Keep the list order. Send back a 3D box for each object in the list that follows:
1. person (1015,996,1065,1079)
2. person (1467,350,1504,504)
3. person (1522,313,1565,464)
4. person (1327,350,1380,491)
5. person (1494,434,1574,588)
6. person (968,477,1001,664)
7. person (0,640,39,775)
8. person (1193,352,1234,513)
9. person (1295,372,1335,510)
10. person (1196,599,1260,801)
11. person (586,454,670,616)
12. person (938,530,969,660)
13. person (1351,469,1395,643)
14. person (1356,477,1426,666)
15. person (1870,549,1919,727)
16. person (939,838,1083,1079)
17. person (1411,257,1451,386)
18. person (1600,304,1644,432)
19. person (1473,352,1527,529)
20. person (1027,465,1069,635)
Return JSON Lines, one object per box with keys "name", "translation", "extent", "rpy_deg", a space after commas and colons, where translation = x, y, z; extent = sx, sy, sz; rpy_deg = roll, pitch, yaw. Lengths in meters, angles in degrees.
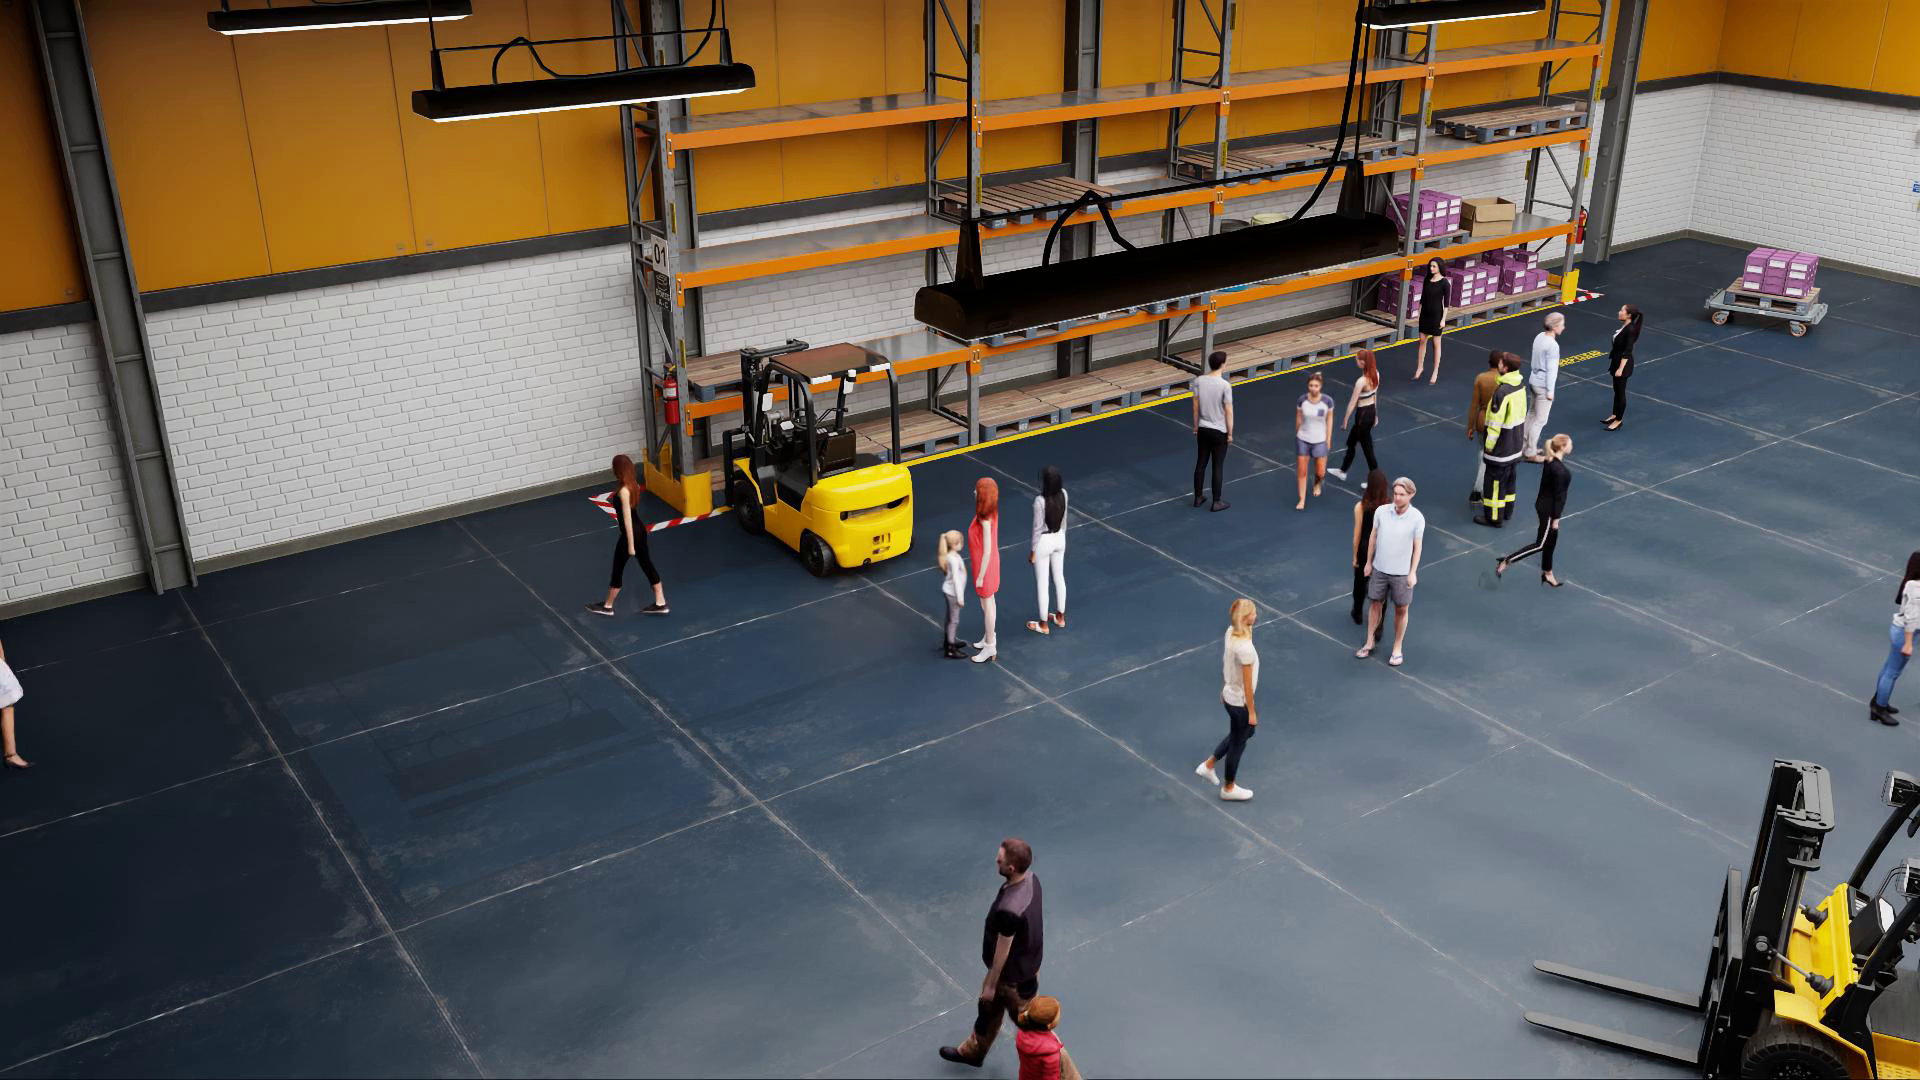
{"name": "person", "translation": [0.389, 3.182, 9.556], "extent": [0.858, 1.295, 0.487], "rpy_deg": [-15, 28, -31]}
{"name": "person", "translation": [6.097, -1.269, 19.140], "extent": [0.917, 1.774, 1.261], "rpy_deg": [15, 28, 31]}
{"name": "person", "translation": [7.127, -1.880, 20.397], "extent": [0.776, 1.888, 0.751], "rpy_deg": [0, 24, 0]}
{"name": "person", "translation": [4.807, -1.358, 19.412], "extent": [0.822, 1.719, 0.985], "rpy_deg": [21, 31, 39]}
{"name": "person", "translation": [5.908, -0.269, 16.958], "extent": [1.083, 1.691, 0.983], "rpy_deg": [2, 24, 4]}
{"name": "person", "translation": [0.246, 0.264, 15.567], "extent": [0.698, 1.828, 0.657], "rpy_deg": [2, 24, 5]}
{"name": "person", "translation": [-8.118, 1.131, 13.629], "extent": [0.681, 1.790, 0.840], "rpy_deg": [-19, 30, -37]}
{"name": "person", "translation": [2.876, -1.247, 18.981], "extent": [0.722, 1.862, 0.650], "rpy_deg": [18, 29, 35]}
{"name": "person", "translation": [4.048, -1.148, 19.072], "extent": [0.771, 1.606, 0.847], "rpy_deg": [8, 25, 17]}
{"name": "person", "translation": [2.128, 1.295, 13.245], "extent": [0.836, 1.798, 0.768], "rpy_deg": [-1, 24, -3]}
{"name": "person", "translation": [-3.132, -0.015, 16.371], "extent": [1.116, 1.695, 1.020], "rpy_deg": [2, 24, 5]}
{"name": "person", "translation": [-0.076, 0.495, 15.725], "extent": [0.612, 1.277, 0.576], "rpy_deg": [-3, 24, -6]}
{"name": "person", "translation": [3.995, 0.179, 15.975], "extent": [1.077, 1.657, 1.044], "rpy_deg": [0, 24, 1]}
{"name": "person", "translation": [4.057, 0.265, 15.559], "extent": [0.736, 1.832, 0.714], "rpy_deg": [13, 27, 27]}
{"name": "person", "translation": [8.245, 0.822, 14.533], "extent": [0.734, 1.633, 0.597], "rpy_deg": [13, 27, 27]}
{"name": "person", "translation": [0.432, 2.646, 10.157], "extent": [1.227, 1.796, 1.214], "rpy_deg": [6, 24, 14]}
{"name": "person", "translation": [6.590, -3.062, 23.207], "extent": [0.509, 1.802, 0.613], "rpy_deg": [-18, 29, -35]}
{"name": "person", "translation": [8.572, -2.243, 21.509], "extent": [0.751, 1.662, 0.680], "rpy_deg": [6, 24, 13]}
{"name": "person", "translation": [6.076, -1.133, 18.575], "extent": [0.890, 1.979, 0.696], "rpy_deg": [18, 29, 35]}
{"name": "person", "translation": [0.862, 0.072, 16.135], "extent": [0.467, 1.724, 0.659], "rpy_deg": [-17, 29, -34]}
